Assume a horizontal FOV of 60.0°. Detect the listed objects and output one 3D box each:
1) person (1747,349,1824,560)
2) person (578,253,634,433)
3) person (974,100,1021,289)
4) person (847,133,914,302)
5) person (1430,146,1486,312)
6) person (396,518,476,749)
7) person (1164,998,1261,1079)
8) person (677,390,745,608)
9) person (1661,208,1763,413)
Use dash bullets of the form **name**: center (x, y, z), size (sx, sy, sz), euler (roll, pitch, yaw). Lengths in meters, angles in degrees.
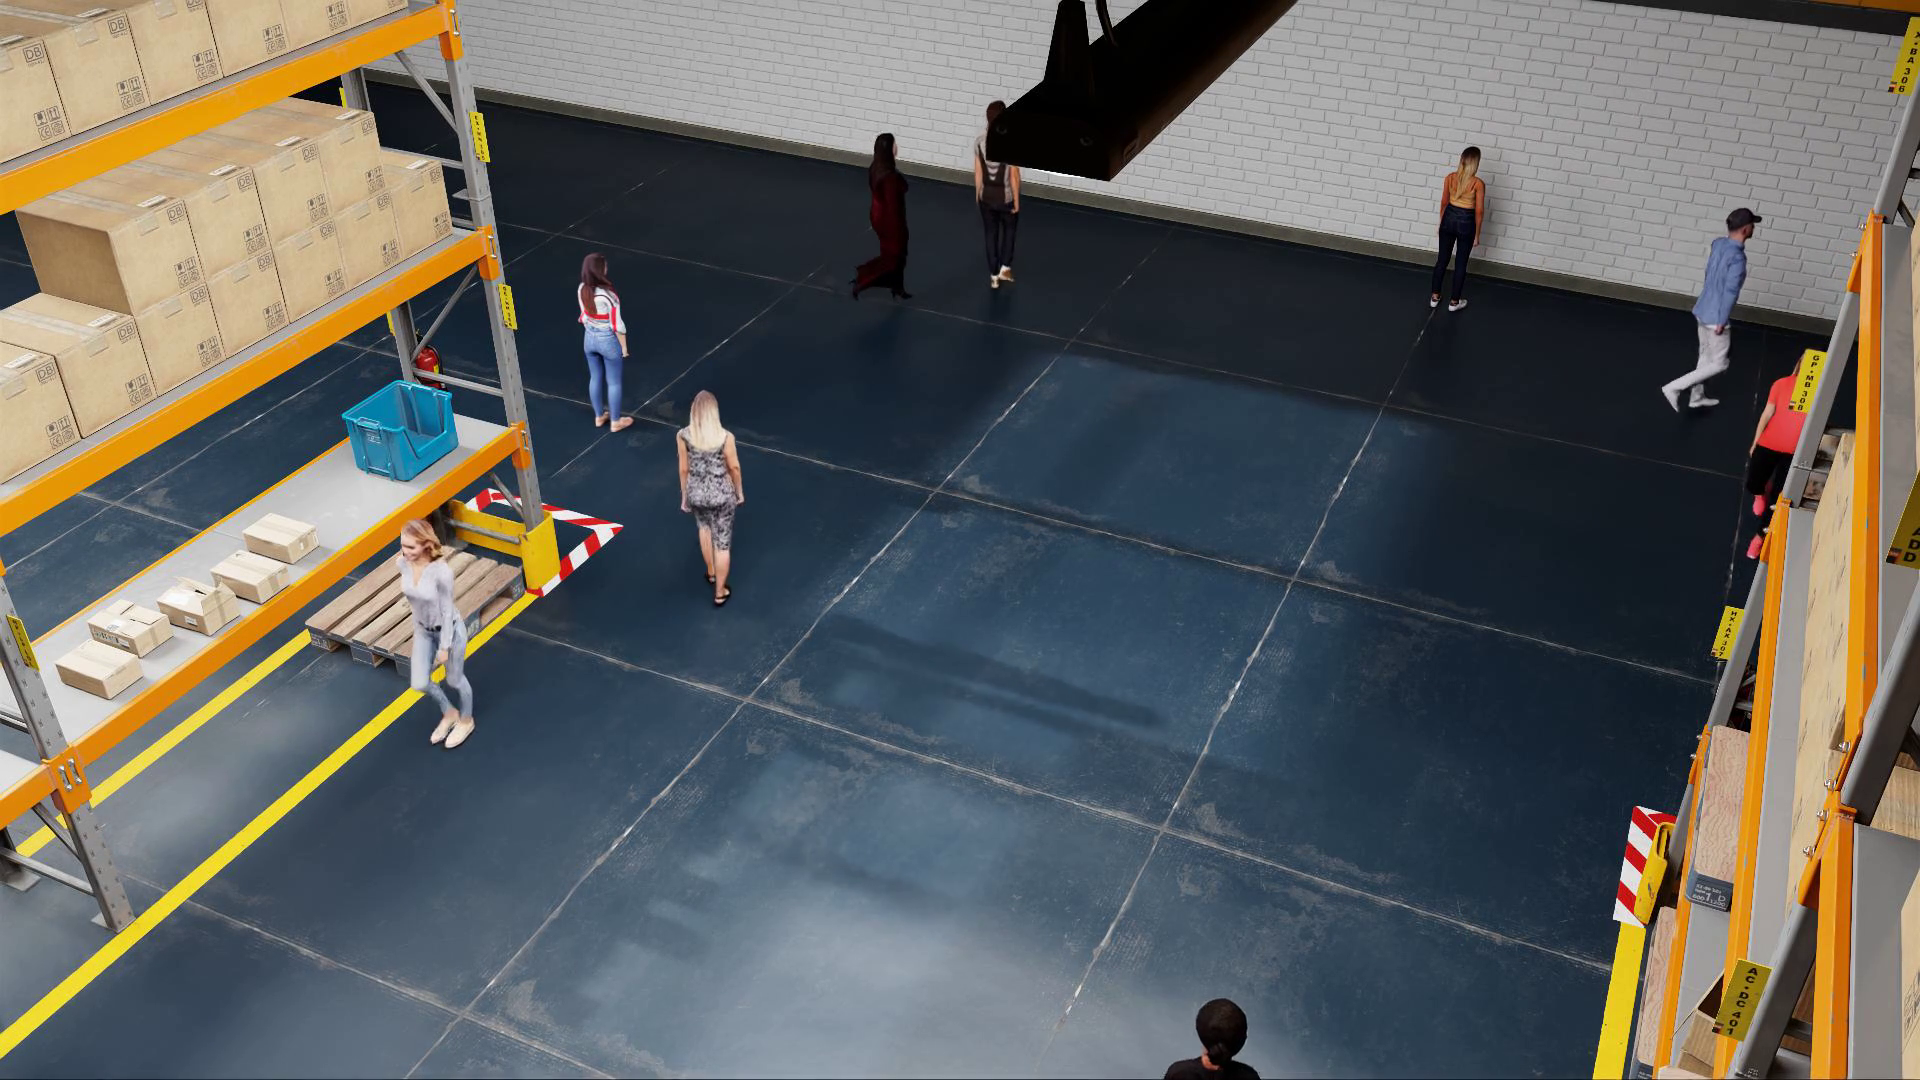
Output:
- **person**: center (6.229, -0.696, 12.560), size (0.664, 1.679, 0.962), euler (18, 38, 25)
- **person**: center (-3.035, -1.675, 14.094), size (0.583, 1.611, 0.486), euler (15, 36, 21)
- **person**: center (0.344, -3.343, 16.364), size (0.703, 1.878, 0.724), euler (7, 34, 11)
- **person**: center (-0.766, -3.040, 16.034), size (1.040, 1.737, 0.993), euler (-10, 35, -15)
- **person**: center (4.822, -3.021, 16.104), size (0.620, 1.628, 0.569), euler (23, 40, 30)
- **person**: center (-3.245, 0.558, 10.584), size (0.591, 1.778, 0.575), euler (16, 37, 22)
- **person**: center (1.094, 2.776, 7.369), size (0.904, 1.644, 1.126), euler (2, 34, 2)
- **person**: center (-1.796, -0.239, 11.868), size (0.697, 1.684, 0.757), euler (2, 34, 4)
- **person**: center (6.415, -1.941, 14.260), size (0.949, 1.870, 0.939), euler (-3, 34, -5)
